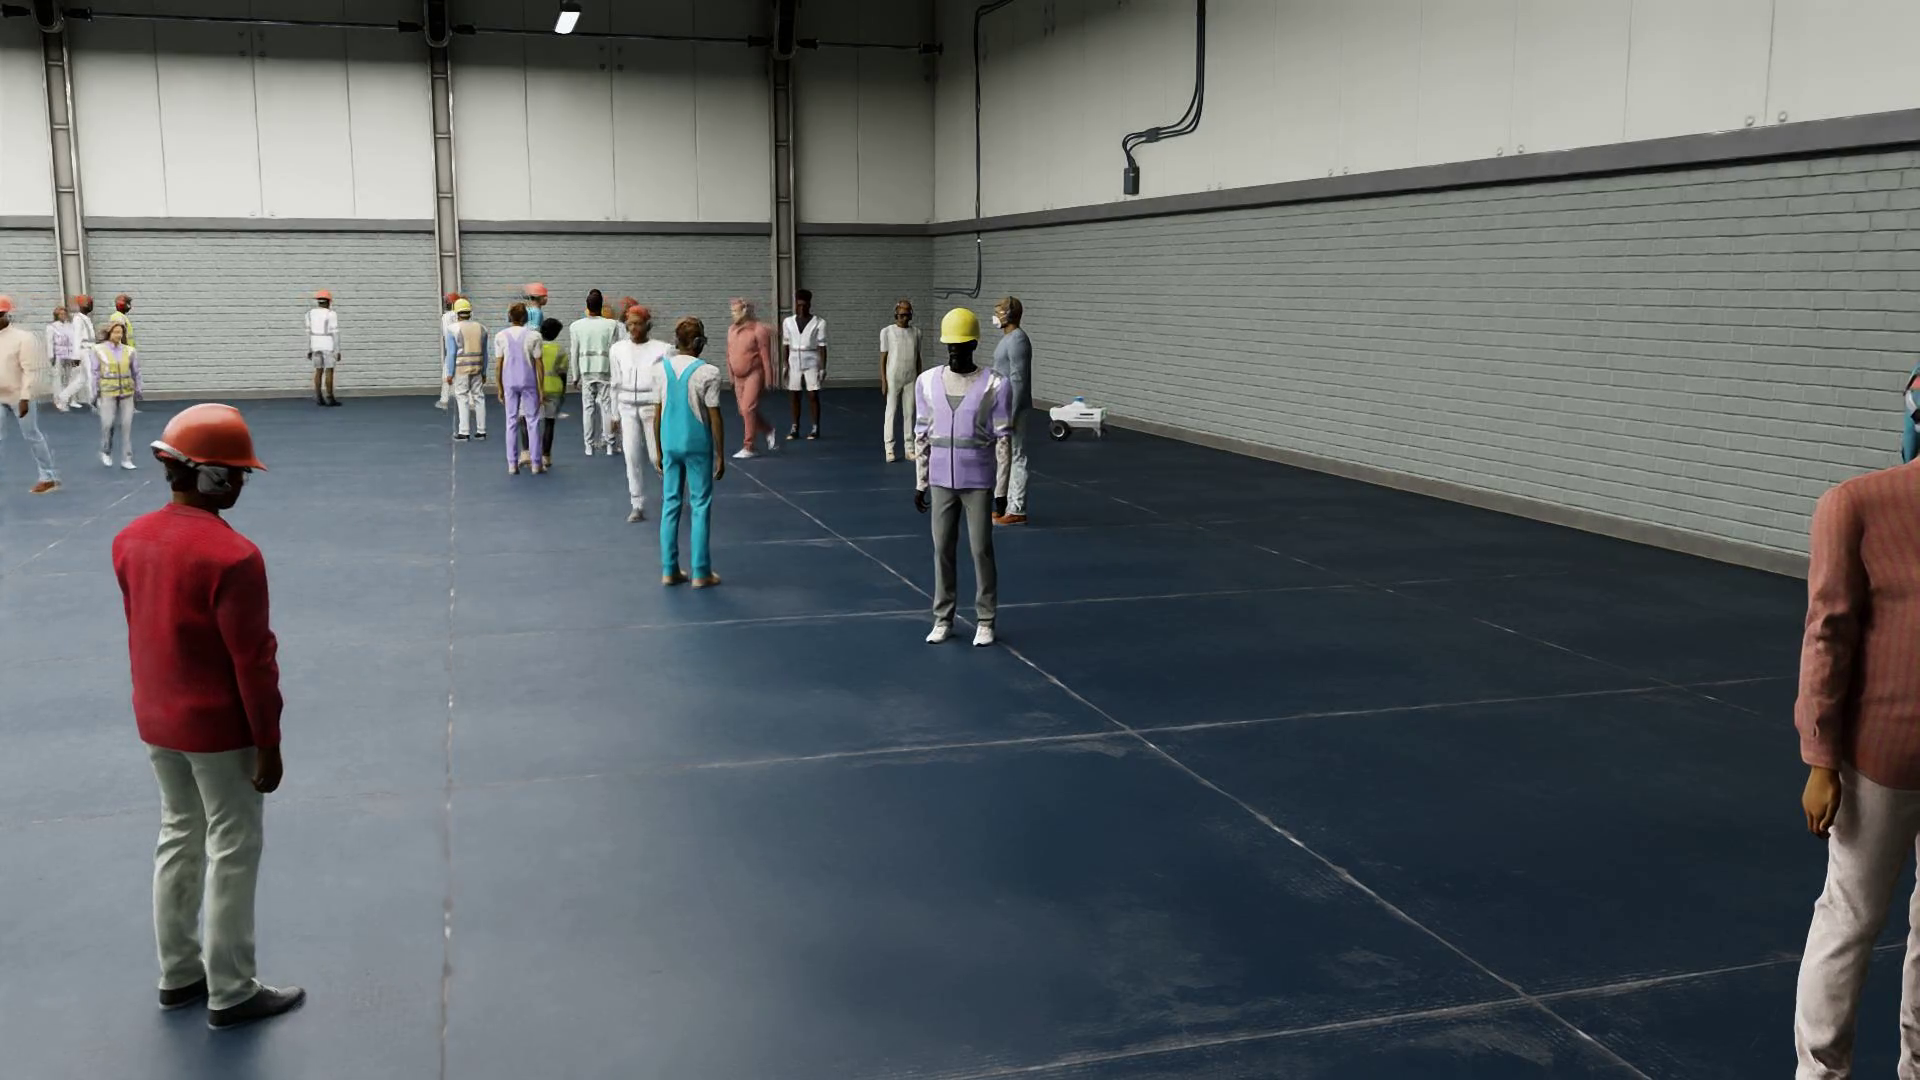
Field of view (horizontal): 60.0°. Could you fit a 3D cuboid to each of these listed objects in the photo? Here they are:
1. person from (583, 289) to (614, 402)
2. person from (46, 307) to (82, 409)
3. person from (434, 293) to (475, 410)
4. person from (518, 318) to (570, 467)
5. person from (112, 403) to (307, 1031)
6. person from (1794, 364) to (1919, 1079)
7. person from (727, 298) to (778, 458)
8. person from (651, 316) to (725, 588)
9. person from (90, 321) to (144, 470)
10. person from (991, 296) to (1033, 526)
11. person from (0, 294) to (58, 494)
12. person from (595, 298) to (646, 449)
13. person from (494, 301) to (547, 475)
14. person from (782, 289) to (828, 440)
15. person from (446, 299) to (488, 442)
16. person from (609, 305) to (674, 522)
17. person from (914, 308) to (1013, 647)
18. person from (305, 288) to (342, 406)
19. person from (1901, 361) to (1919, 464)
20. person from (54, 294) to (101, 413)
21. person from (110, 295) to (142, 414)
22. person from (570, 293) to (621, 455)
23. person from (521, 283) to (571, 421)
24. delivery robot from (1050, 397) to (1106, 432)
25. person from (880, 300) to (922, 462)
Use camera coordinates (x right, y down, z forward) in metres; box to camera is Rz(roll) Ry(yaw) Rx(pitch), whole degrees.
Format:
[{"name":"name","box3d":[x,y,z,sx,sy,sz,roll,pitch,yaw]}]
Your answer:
[{"name":"person","box3d":[-6.104,-3.284,28.160,0.392,1.916,0.585,8,12,41]},{"name":"person","box3d":[-14.460,-2.939,26.830,0.307,1.640,0.519,4,10,26]},{"name":"person","box3d":[-8.101,-3.003,26.554,0.871,1.848,0.583,6,11,33]},{"name":"person","box3d":[-4.604,-1.616,18.365,0.612,1.662,0.363,-3,9,-17]},{"name":"person","box3d":[-2.079,0.489,4.645,0.575,1.740,0.348,5,10,30]},{"name":"person","box3d":[2.210,0.500,3.786,0.608,1.989,0.387,-1,9,-4]},{"name":"person","box3d":[-2.413,-1.905,19.513,0.694,1.872,0.740,8,12,43]},{"name":"person","box3d":[-1.819,-0.583,11.199,0.516,1.835,0.357,3,9,16]},{"name":"person","box3d":[-9.181,-1.575,18.132,0.352,1.625,0.545,8,12,41]},{"name":"person","box3d":[0.425,-1.086,14.063,0.372,1.940,0.632,-1,9,-5]},{"name":"person","box3d":[-9.049,-1.356,15.786,0.618,1.944,1.042,1,9,8]},{"name":"person","box3d":[-4.212,-2.034,20.418,0.719,1.862,0.341,-6,11,-35]},{"name":"person","box3d":[-4.679,-1.612,17.711,0.505,1.845,0.345,0,9,-2]},{"name":"person","box3d":[-2.011,-2.267,21.546,0.611,1.958,0.379,2,9,15]},{"name":"person","box3d":[-6.346,-2.178,21.376,0.403,1.828,0.594,8,12,40]},{"name":"person","box3d":[-2.728,-1.104,14.423,0.583,1.864,0.666,1,9,7]},{"name":"person","box3d":[0.010,-0.345,9.420,0.582,1.919,0.394,3,10,21]},{"name":"person","box3d":[-10.422,-3.152,27.278,0.557,1.930,0.392,2,9,13]},{"name":"person","box3d":[5.775,-0.411,9.579,0.623,1.990,0.391,7,11,37]},{"name":"person","box3d":[-13.734,-2.900,25.953,0.834,1.857,0.588,-3,9,-17]},{"name":"person","box3d":[-12.943,-2.859,25.690,0.388,1.838,0.563,-6,11,-33]},{"name":"person","box3d":[-4.304,-1.961,19.706,0.587,1.920,0.392,0,9,-1]},{"name":"person","box3d":[-6.078,-2.743,24.359,0.859,2.015,0.631,-4,10,-23]},{"name":"delivery robot","box3d":[1.531,-1.605,21.465,0.707,0.478,0.477,2,9,10]},{"name":"person","box3d":[-0.659,-1.809,18.987,0.505,1.840,0.346,-3,10,-21]}]
